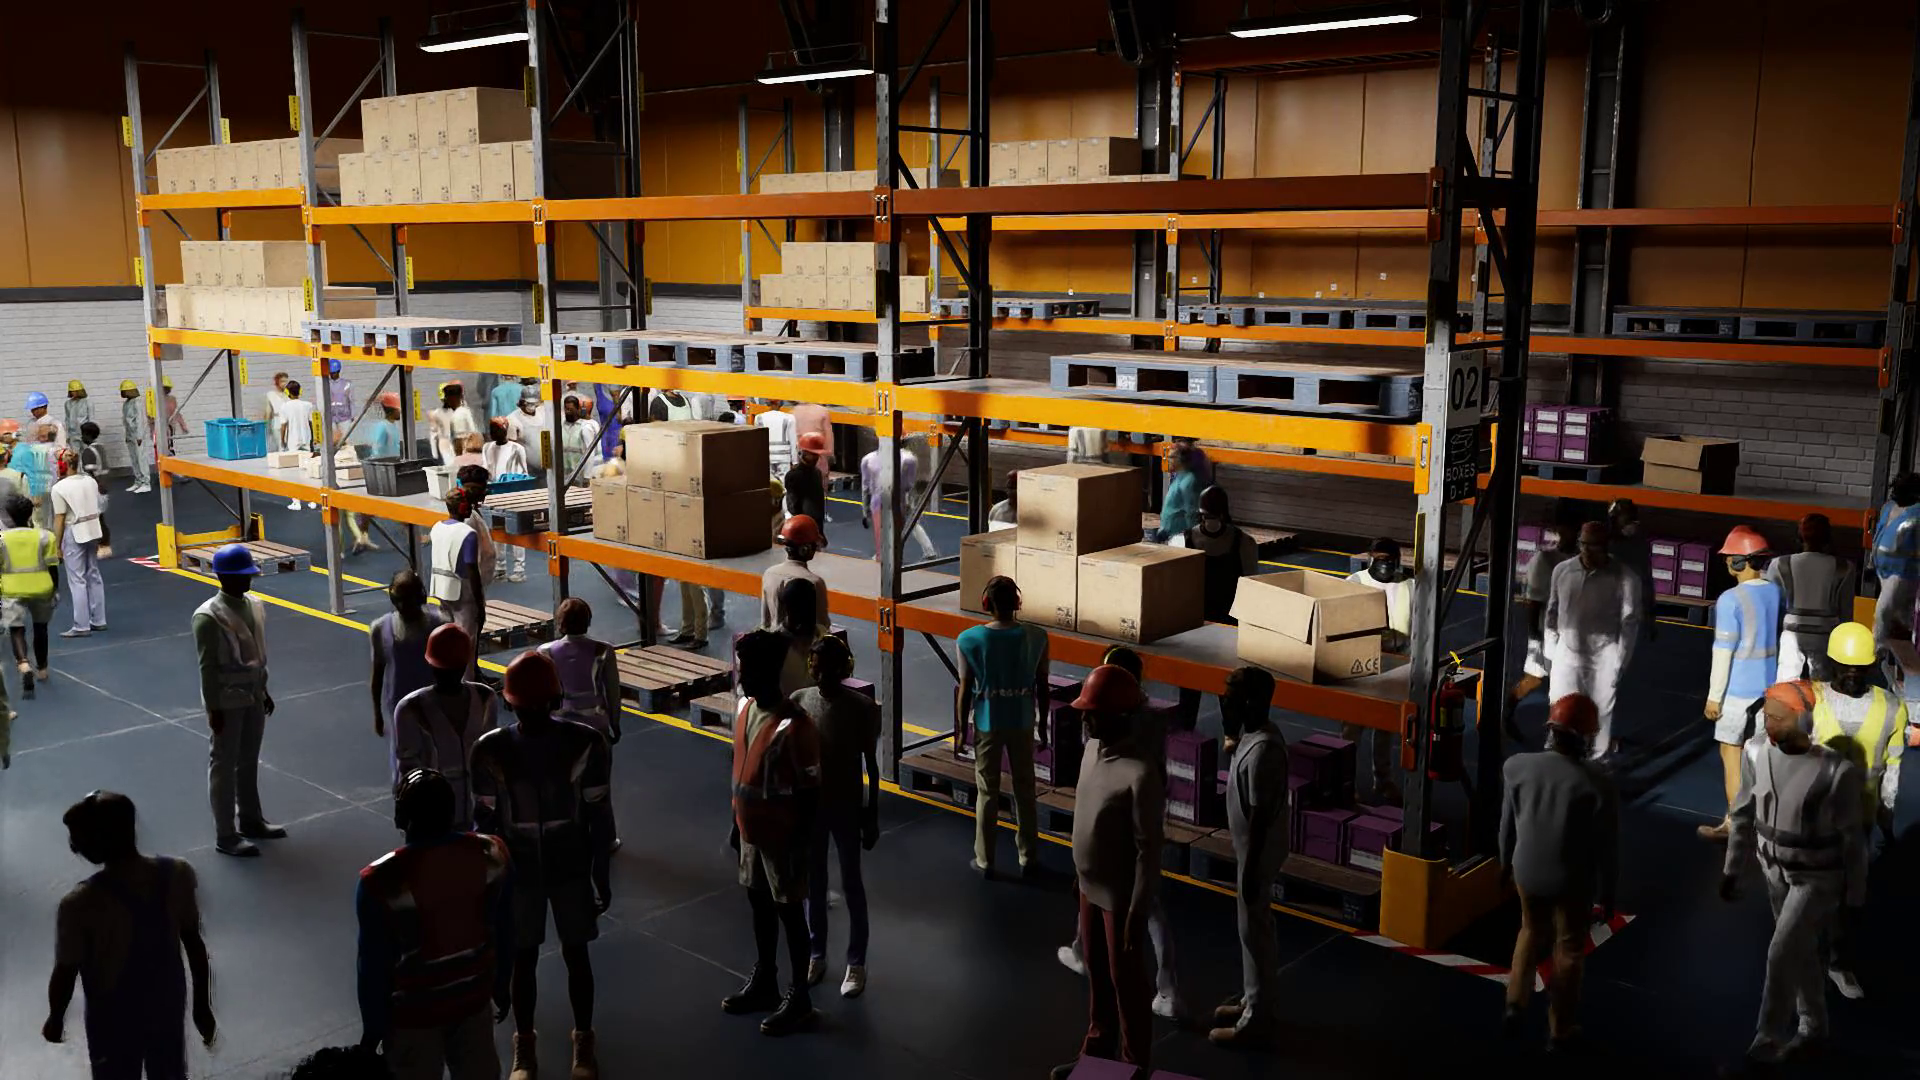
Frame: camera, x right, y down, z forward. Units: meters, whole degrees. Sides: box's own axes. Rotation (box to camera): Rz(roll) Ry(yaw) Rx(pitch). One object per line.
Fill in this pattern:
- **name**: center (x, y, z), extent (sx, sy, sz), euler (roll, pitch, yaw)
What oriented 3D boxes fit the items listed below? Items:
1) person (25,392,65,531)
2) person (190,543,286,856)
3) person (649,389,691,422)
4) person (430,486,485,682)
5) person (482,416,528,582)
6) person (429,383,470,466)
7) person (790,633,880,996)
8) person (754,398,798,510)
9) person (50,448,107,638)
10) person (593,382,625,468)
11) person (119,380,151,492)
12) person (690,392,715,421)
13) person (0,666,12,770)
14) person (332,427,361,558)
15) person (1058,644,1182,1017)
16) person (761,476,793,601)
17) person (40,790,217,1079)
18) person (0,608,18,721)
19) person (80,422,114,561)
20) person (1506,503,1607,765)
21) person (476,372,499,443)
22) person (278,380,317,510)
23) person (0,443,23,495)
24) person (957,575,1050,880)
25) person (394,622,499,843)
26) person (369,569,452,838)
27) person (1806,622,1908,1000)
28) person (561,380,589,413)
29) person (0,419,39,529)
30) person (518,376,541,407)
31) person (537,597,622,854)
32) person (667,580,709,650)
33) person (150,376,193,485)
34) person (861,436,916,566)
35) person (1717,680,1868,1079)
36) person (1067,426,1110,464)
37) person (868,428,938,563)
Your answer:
- **person**: center (-11.645, -0.921, 21.176), extent (0.602, 1.943, 0.393), euler (4, 11, 19)
- **person**: center (-4.516, 0.979, 10.416), extent (0.402, 1.949, 0.605), euler (2, 10, 11)
- **person**: center (-4.001, -1.374, 23.462), extent (0.538, 2.000, 0.684), euler (7, 12, 36)
- **person**: center (-4.083, 0.483, 13.518), extent (0.568, 1.841, 0.374), euler (9, 13, 40)
- **person**: center (-5.132, -0.461, 18.741), extent (0.578, 1.881, 0.346), euler (4, 11, 22)
- **person**: center (-7.184, -1.298, 23.468), extent (0.594, 1.889, 0.905), euler (-7, 12, -35)
- **person**: center (-0.654, 1.377, 8.432), extent (0.510, 1.860, 0.333), euler (3, 11, 19)
- **person**: center (-2.432, -1.054, 22.092), extent (0.575, 1.885, 0.355), euler (1, 10, 7)
- **person**: center (-8.529, 0.026, 16.113), extent (0.393, 1.838, 0.561), euler (2, 10, 9)
- **person**: center (-5.892, -2.226, 28.278), extent (0.537, 2.000, 0.680), euler (-9, 13, -40)
- **person**: center (-12.731, -1.600, 25.603), extent (0.485, 1.737, 0.321), euler (8, 13, 40)
- **person**: center (-3.850, -1.558, 24.763), extent (0.388, 1.947, 0.615), euler (3, 10, 14)
- **person**: center (-5.925, 1.246, 9.895), extent (0.521, 1.581, 0.789), euler (-4, 11, -23)
- **person**: center (-7.469, -0.559, 20.086), extent (0.506, 1.609, 0.510), euler (-8, 13, -40)
- **person**: center (0.834, 1.428, 8.310), extent (0.543, 1.820, 0.978), euler (-5, 11, -25)
- **person**: center (-1.597, 0.353, 14.318), extent (0.403, 1.824, 0.596), euler (-6, 12, -29)
- **person**: center (-3.112, 1.795, 6.196), extent (0.489, 1.817, 0.542), euler (6, 11, 29)
- **person**: center (-7.790, 0.624, 13.125), extent (0.535, 1.700, 0.318), euler (2, 10, 9)
- **person**: center (-10.432, -0.592, 20.114), extent (0.343, 1.659, 0.574), euler (-2, 10, -12)
- **person**: center (4.398, 0.649, 12.358), extent (0.615, 1.923, 0.966), euler (-4, 11, -23)
- **person**: center (-8.739, -2.585, 30.753), extent (0.422, 1.898, 0.690), euler (-6, 12, -30)
- **person**: center (-9.518, -1.362, 23.894), extent (0.514, 1.866, 0.329), euler (-8, 13, -39)
- **person**: center (-10.136, -0.194, 17.591), extent (0.524, 1.759, 0.338), euler (2, 10, 11)
- **person**: center (0.259, 1.124, 9.909), extent (0.564, 1.838, 0.390), euler (-1, 10, -8)
- **person**: center (-2.528, 1.353, 8.342), extent (0.547, 1.934, 0.376), euler (-9, 14, -42)
- **person**: center (-3.381, 1.058, 10.336), extent (0.504, 1.826, 0.482), euler (-3, 10, -16)
- **person**: center (4.407, 1.352, 8.367), extent (0.585, 1.928, 0.365), euler (2, 10, 14)
- **person**: center (-6.224, -1.802, 26.745), extent (0.597, 1.724, 0.609), euler (-5, 11, -25)
- **person**: center (-11.156, -0.555, 19.699), extent (0.593, 1.733, 0.346), euler (7, 12, 34)
- **person**: center (-7.288, -2.056, 28.194), extent (0.494, 1.730, 0.324), euler (0, 10, -1)
- **person**: center (-2.343, 1.162, 10.266), extent (0.511, 1.637, 0.307), euler (-1, 10, -6)
- **person**: center (-2.567, 0.159, 15.626), extent (0.338, 1.744, 0.560), euler (-7, 12, -35)
- **person**: center (-12.501, -1.733, 26.356), extent (0.797, 1.731, 0.535), euler (2, 10, 13)
- **person**: center (-0.773, -0.361, 18.128), extent (0.593, 1.898, 0.879), euler (-1, 10, -3)
- **person**: center (3.717, 1.540, 7.529), extent (0.871, 1.839, 0.580), euler (-4, 11, -20)
- **person**: center (1.598, -0.860, 20.917), extent (0.616, 1.907, 0.649), euler (-6, 12, -31)
- **person**: center (-0.687, -0.519, 19.582), extent (0.914, 1.709, 0.574), euler (0, 10, -1)
